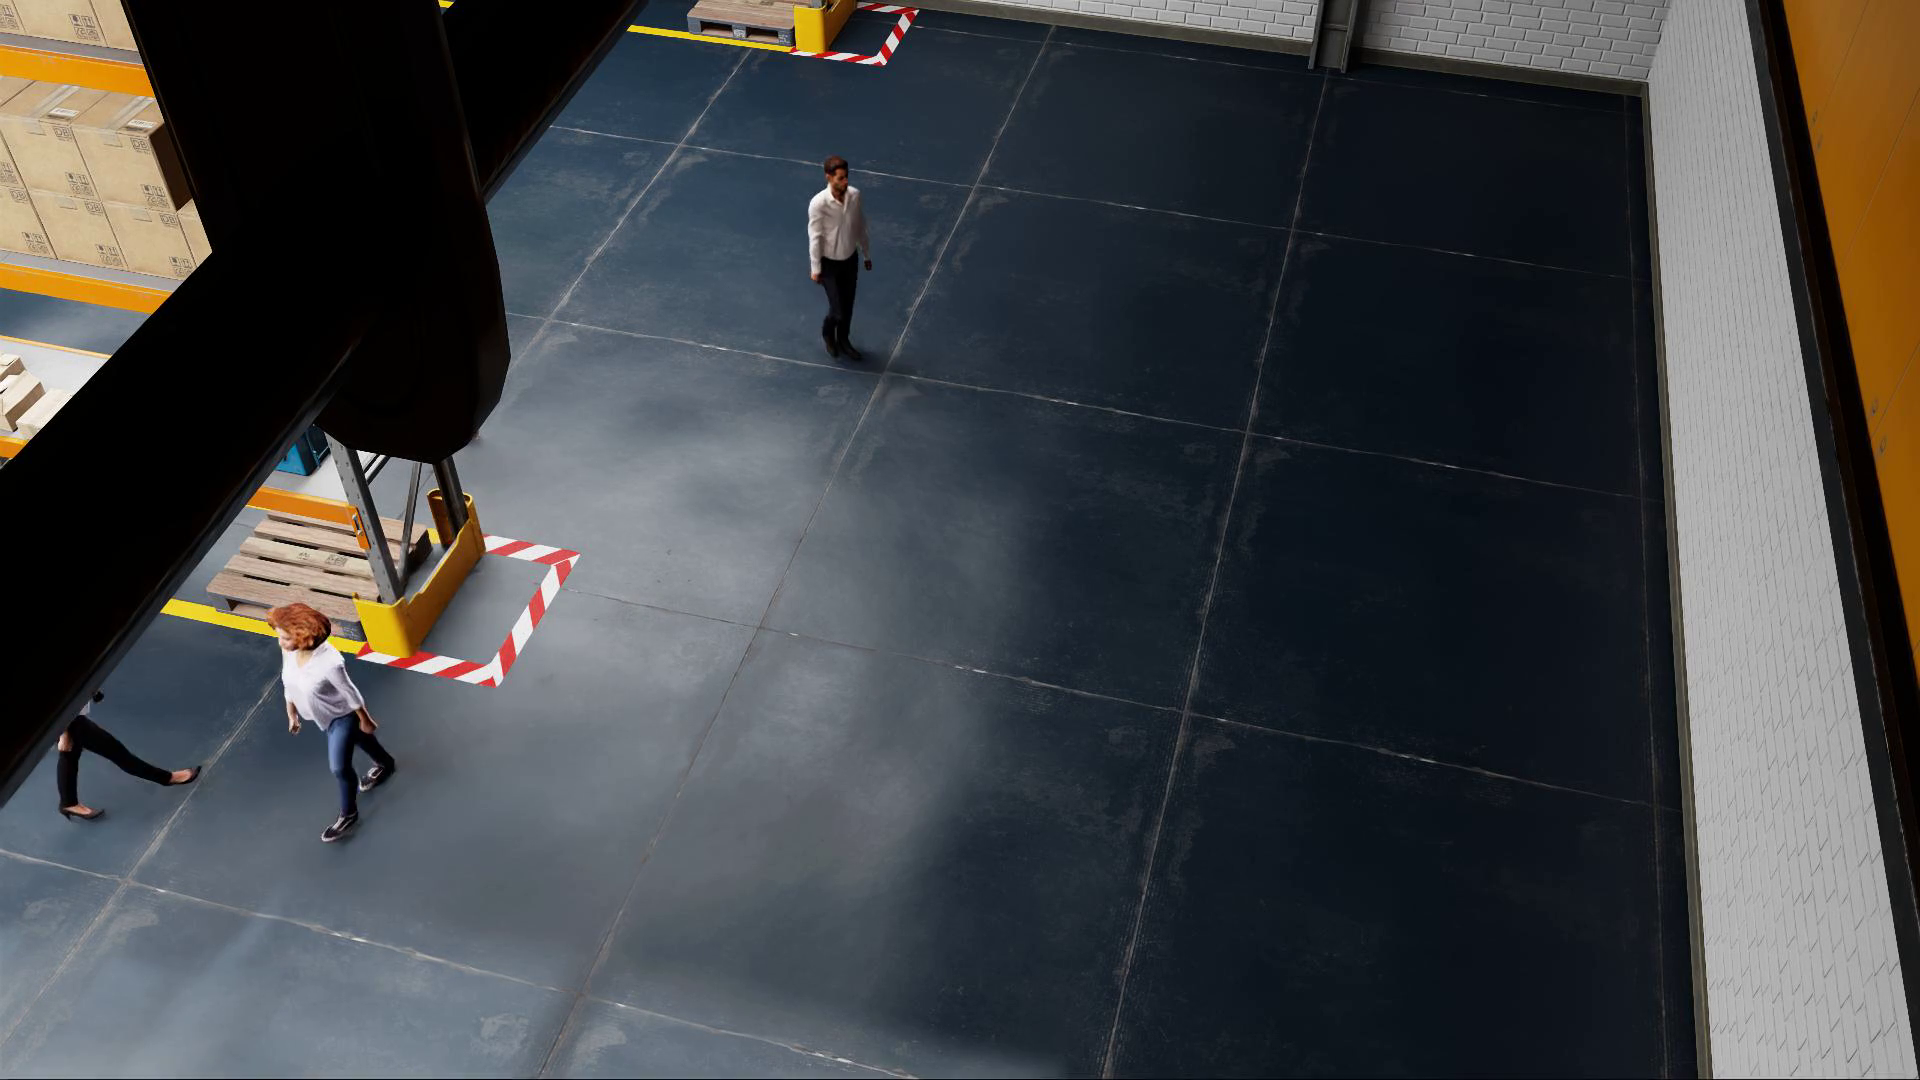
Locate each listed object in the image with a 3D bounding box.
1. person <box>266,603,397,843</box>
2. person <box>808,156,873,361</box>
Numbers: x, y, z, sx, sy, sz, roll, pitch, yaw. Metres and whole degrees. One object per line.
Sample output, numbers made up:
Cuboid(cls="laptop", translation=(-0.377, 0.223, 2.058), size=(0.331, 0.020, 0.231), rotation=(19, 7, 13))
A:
Cuboid(cls="person", translation=(-3.709, 0.949, 10.057), size=(0.957, 1.685, 0.889), rotation=(25, 49, 24))
Cuboid(cls="person", translation=(-1.028, -2.259, 13.300), size=(0.802, 1.856, 0.829), rotation=(-31, 52, -28))
